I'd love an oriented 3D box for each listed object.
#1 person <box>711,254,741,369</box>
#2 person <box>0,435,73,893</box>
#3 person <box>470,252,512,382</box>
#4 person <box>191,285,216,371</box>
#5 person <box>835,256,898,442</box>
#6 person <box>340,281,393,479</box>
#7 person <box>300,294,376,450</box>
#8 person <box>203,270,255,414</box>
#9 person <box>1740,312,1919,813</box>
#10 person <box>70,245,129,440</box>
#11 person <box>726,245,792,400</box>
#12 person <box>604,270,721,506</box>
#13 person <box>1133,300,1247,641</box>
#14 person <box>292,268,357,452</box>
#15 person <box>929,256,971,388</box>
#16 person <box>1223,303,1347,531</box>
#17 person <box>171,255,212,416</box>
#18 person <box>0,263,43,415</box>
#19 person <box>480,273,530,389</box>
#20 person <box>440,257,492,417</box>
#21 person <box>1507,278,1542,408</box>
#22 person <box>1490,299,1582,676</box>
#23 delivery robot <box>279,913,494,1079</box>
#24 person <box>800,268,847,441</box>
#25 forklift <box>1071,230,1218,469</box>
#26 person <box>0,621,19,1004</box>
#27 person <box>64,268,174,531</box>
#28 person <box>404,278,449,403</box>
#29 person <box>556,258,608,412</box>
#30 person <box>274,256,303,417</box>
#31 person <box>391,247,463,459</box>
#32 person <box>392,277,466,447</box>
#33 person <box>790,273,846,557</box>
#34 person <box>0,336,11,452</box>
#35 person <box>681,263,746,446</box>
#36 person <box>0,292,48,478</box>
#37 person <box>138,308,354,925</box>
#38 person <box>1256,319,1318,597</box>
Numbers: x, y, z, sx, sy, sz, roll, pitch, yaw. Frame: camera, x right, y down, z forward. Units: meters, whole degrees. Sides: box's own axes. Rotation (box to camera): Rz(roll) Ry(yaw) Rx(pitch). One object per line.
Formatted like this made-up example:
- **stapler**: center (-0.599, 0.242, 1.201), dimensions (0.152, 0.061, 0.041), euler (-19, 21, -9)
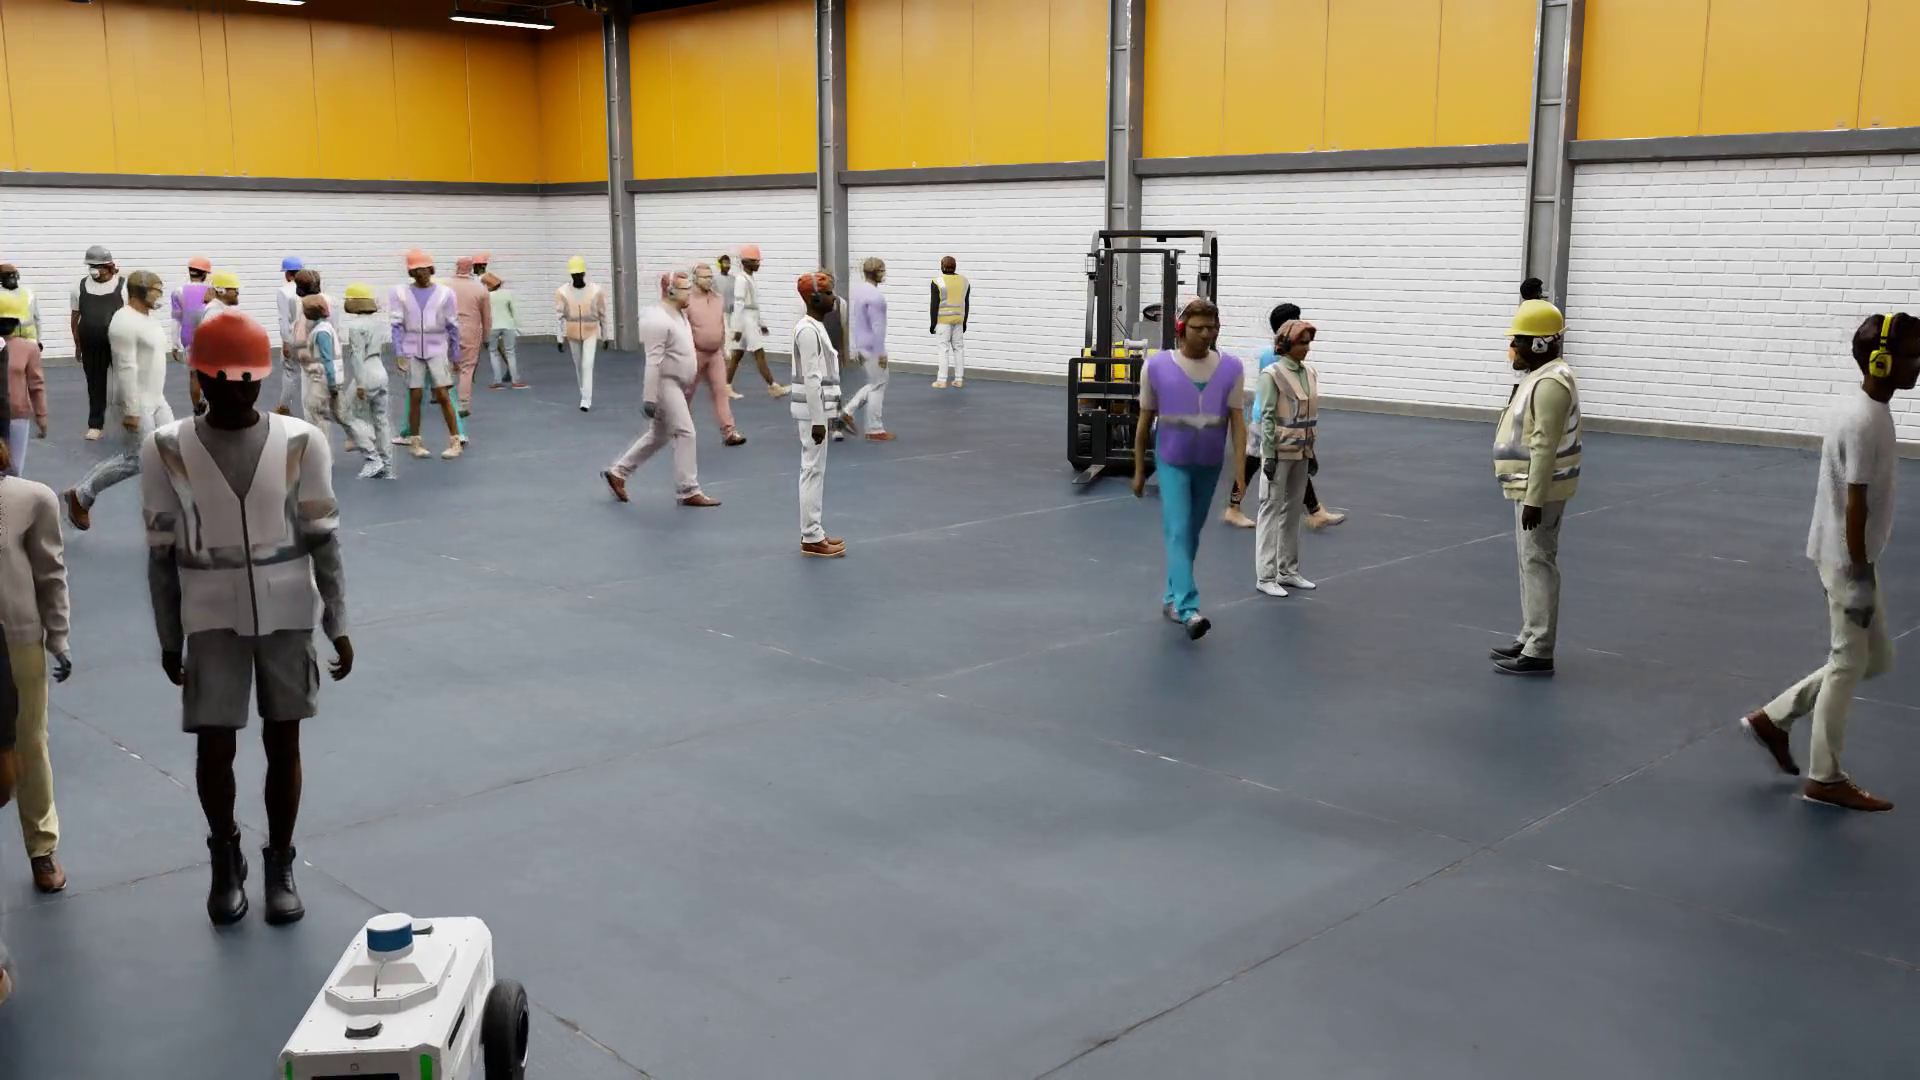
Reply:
- **person**: center (-3.825, -3.689, 26.841), dimensions (0.553, 1.837, 0.936), euler (-9, 14, -41)
- **person**: center (-3.119, 0.353, 5.327), dimensions (0.501, 1.633, 0.281), euler (-5, 12, -27)
- **person**: center (-6.897, -3.222, 24.141), dimensions (0.995, 1.886, 0.565), euler (2, 11, 10)
- **person**: center (-8.034, -1.978, 18.110), dimensions (0.516, 1.593, 0.782), euler (0, 10, -1)
- **person**: center (-0.944, -1.951, 17.107), dimensions (0.530, 1.923, 0.632), euler (-2, 11, -13)
- **person**: center (-5.172, -1.377, 14.505), dimensions (0.405, 1.732, 0.484), euler (3, 11, 13)
- **person**: center (-5.715, -1.467, 15.332), dimensions (0.706, 1.602, 0.526), euler (-3, 11, -18)
- **person**: center (-7.135, -1.755, 16.394), dimensions (0.912, 1.781, 0.610), euler (-2, 11, -9)
- **person**: center (3.274, 0.087, 6.168), dimensions (0.464, 1.858, 0.520), euler (7, 12, 32)
- **person**: center (-8.907, -2.058, 17.369), dimensions (0.688, 2.000, 0.536), euler (-3, 11, -14)
- **person**: center (-2.647, -2.788, 21.472), dimensions (1.041, 1.985, 0.608), euler (0, 10, -2)
- **person**: center (-2.390, -1.190, 13.133), dimensions (0.920, 1.871, 0.654), euler (1, 10, 5)
- **person**: center (1.254, -0.369, 8.841), dimensions (0.563, 1.783, 0.972), euler (-2, 11, -12)
- **person**: center (-6.060, -1.670, 15.821), dimensions (0.576, 1.829, 0.642), euler (-8, 13, -38)
- **person**: center (-0.164, -3.057, 23.358), dimensions (0.625, 1.844, 0.429), euler (-6, 12, -32)
- **person**: center (2.323, -0.873, 11.964), dimensions (0.907, 1.640, 0.540), euler (7, 12, 32)
- **person**: center (-8.541, -2.226, 18.638), dimensions (0.611, 1.917, 0.586), euler (-3, 11, -16)
- **person**: center (-11.370, -2.412, 19.944), dimensions (0.738, 1.816, 0.657), euler (10, 14, 42)
- **person**: center (-6.364, -2.915, 23.217), dimensions (0.656, 1.607, 0.348), euler (-4, 11, -21)
- **person**: center (-5.881, -2.418, 19.793), dimensions (0.656, 1.865, 0.855), euler (0, 10, 1)
- **person**: center (5.952, -1.914, 17.545), dimensions (0.320, 1.689, 0.525), euler (3, 11, 17)
- **person**: center (2.806, -0.254, 8.131), dimensions (0.403, 1.825, 0.591), euler (3, 11, 14)
- **delivery robot**: center (-1.315, 1.114, 3.870), dimensions (0.477, 0.478, 0.707), euler (-1, 10, -5)
- **person**: center (-1.426, -1.940, 17.416), dimensions (0.530, 1.793, 0.985), euler (-3, 11, -16)
- **forklift**: center (1.804, -1.825, 15.677), dimensions (1.214, 2.155, 2.313), euler (2, 11, 13)
- **person**: center (-2.592, 0.450, 3.980), dimensions (0.625, 1.949, 1.034), euler (0, 10, 2)
- **person**: center (-5.868, -0.952, 11.722), dimensions (0.812, 1.907, 0.636), euler (-1, 10, -5)
- **person**: center (-6.754, -2.674, 21.100), dimensions (0.555, 1.903, 0.458), euler (-1, 10, -5)
- **person**: center (-4.635, -2.521, 20.390), dimensions (0.598, 1.865, 1.045), euler (-1, 10, -4)
- **person**: center (-7.656, -2.351, 19.371), dimensions (1.004, 1.901, 0.639), euler (7, 12, 32)
- **person**: center (-5.106, -1.772, 15.905), dimensions (0.615, 2.019, 0.477), euler (-2, 11, -9)
- **person**: center (-5.369, -1.787, 16.780), dimensions (0.917, 1.717, 0.540), euler (6, 12, 30)
- **person**: center (-0.952, -0.832, 11.111), dimensions (0.356, 1.884, 0.574), euler (-1, 10, -4)
- **person**: center (-6.082, -0.641, 10.094), dimensions (0.641, 1.869, 0.686), euler (-3, 11, -15)
- **person**: center (-2.615, -1.882, 16.926), dimensions (0.671, 1.848, 1.019), euler (-10, 14, -43)
- **person**: center (-6.566, -0.827, 11.451), dimensions (0.588, 1.732, 0.543), euler (10, 14, 43)
- **person**: center (-2.168, 0.255, 5.098), dimensions (0.547, 1.912, 0.411), euler (-5, 12, -27)
- **person**: center (1.952, -0.490, 9.922), dimensions (0.307, 1.637, 0.511), euler (10, 14, 43)
